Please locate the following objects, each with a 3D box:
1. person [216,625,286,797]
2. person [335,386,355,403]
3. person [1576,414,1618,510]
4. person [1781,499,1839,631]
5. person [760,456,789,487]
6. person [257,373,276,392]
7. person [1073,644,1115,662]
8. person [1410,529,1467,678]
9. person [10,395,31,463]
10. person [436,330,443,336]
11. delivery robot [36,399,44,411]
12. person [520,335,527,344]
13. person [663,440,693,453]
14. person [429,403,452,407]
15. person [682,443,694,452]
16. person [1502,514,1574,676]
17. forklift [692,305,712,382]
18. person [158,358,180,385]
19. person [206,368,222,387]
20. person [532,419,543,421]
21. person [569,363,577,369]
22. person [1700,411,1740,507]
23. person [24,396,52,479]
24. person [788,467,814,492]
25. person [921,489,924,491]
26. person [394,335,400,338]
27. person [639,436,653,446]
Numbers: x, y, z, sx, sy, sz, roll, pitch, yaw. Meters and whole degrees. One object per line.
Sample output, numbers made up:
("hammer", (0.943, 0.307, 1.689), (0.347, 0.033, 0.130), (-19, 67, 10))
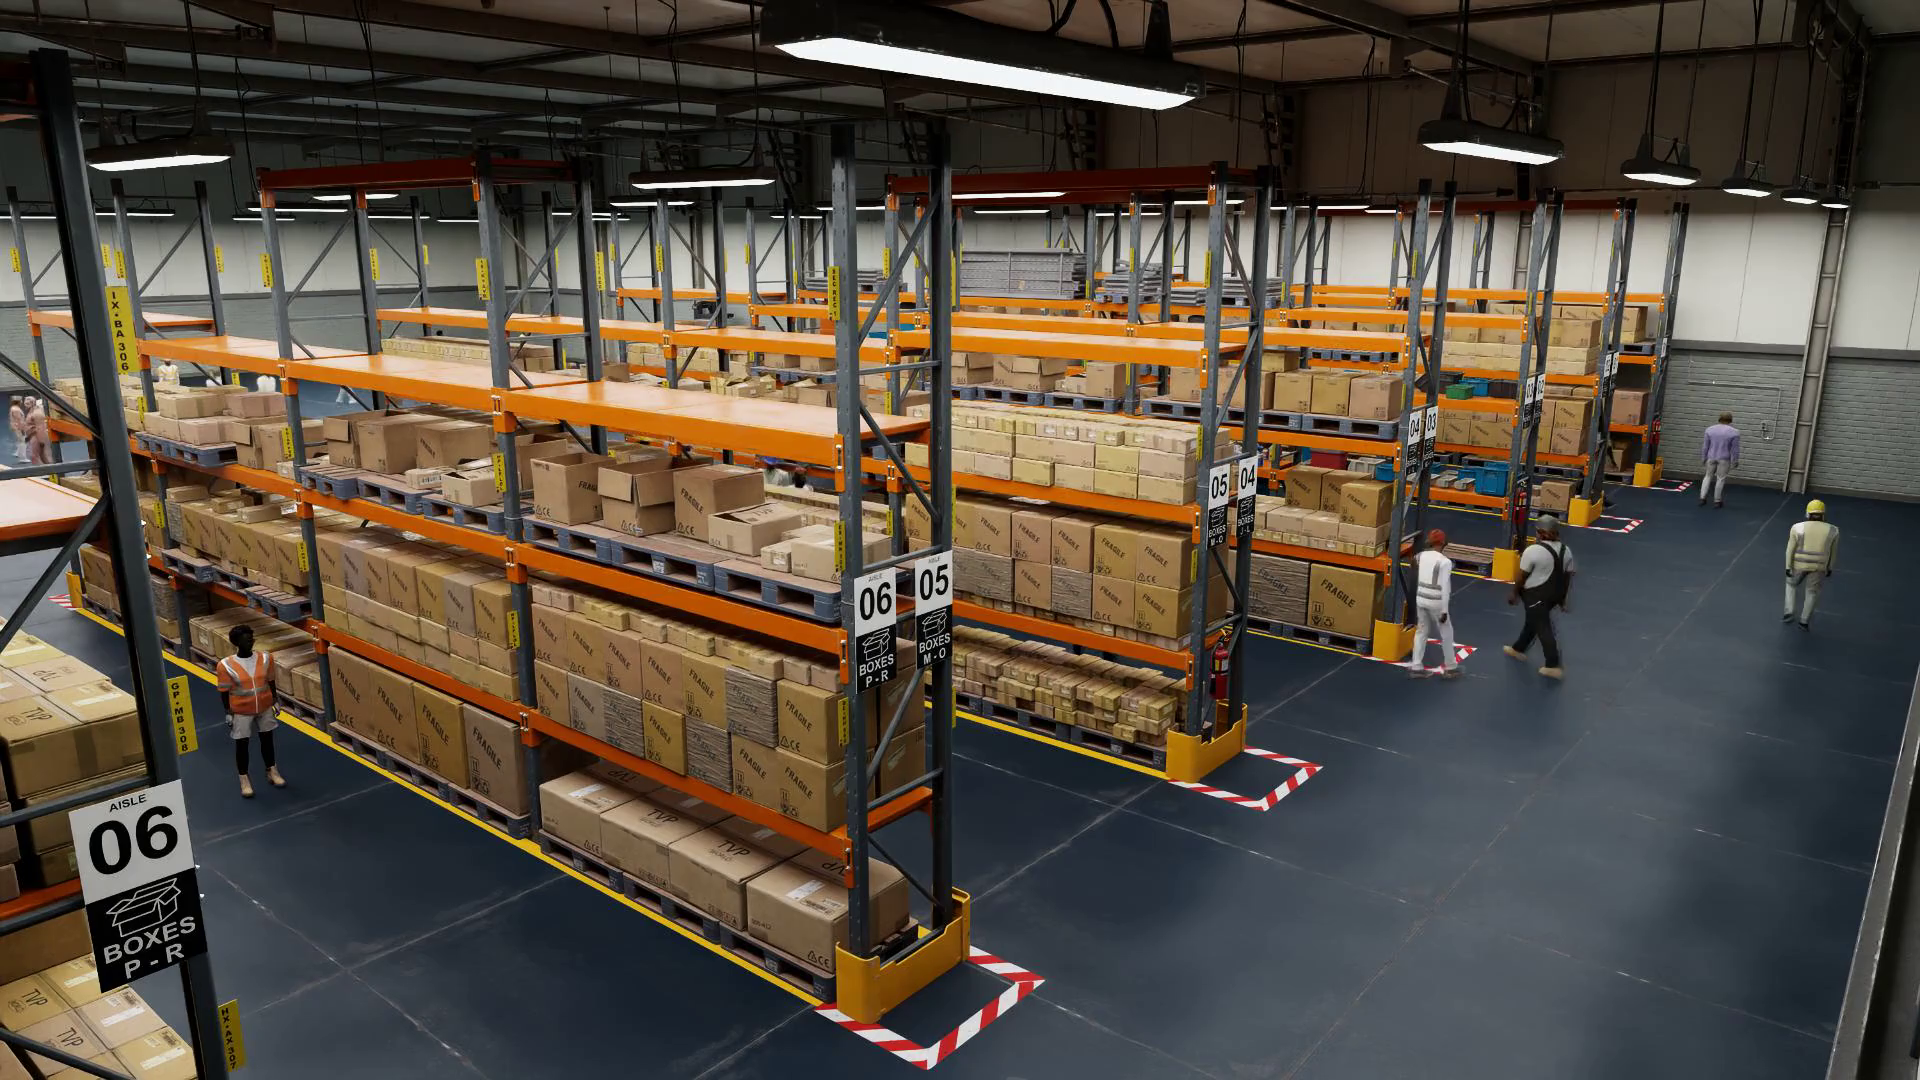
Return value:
("person", (-6.931, 1.645, 12.320), (0.318, 1.700, 0.535), (11, 18, 39))
("person", (-20.055, -5.301, 40.905), (0.894, 1.700, 0.502), (5, 14, 18))
("person", (12.764, -1.569, 25.103), (0.628, 1.891, 1.034), (-10, 17, -34))
("person", (11.778, 0.339, 17.466), (0.600, 1.814, 0.477), (6, 15, 24))
("person", (-3.125, -0.555, 20.977), (0.636, 1.911, 0.689), (1, 14, 3))
("person", (-18.923, -3.838, 34.374), (1.020, 1.951, 0.616), (4, 14, 18))
("person", (1.586, 0.739, 15.585), (0.549, 1.924, 0.631), (-13, 19, -42))
("person", (5.922, 0.779, 15.592), (0.802, 1.841, 0.598), (-6, 15, -23))
("person", (-22.511, -2.662, 30.181), (0.376, 1.623, 0.535), (-11, 17, -38))
("person", (-20.404, -7.390, 49.493), (0.318, 1.697, 0.533), (-6, 15, -24))
("delivery robot", (-27.878, -4.122, 38.323), (0.707, 0.478, 0.477), (2, 14, 9))
("person", (-16.058, -6.674, 46.395), (0.296, 1.772, 0.533), (9, 17, 34))
("person", (-5.407, -1.307, 23.849), (1.028, 1.987, 0.637), (11, 17, 37))
("person", (-12.913, -3.061, 31.382), (0.564, 1.841, 0.394), (-7, 15, -26))
("person", (-4.672, -0.815, 21.776), (0.646, 2.013, 0.854), (-10, 17, -36))
("person", (7.298, 0.651, 15.787), (0.682, 2.000, 1.067), (-6, 15, -25))
("forklift", (-9.511, -7.392, 47.124), (1.873, 2.768, 1.129), (11, 17, 38))
("person", (-23.394, -4.552, 37.361), (0.731, 1.909, 0.561), (12, 18, 40))
("person", (-19.996, -3.707, 33.977), (0.639, 1.889, 1.020), (2, 14, 9))
("person", (-10.065, -2.731, 30.485), (0.745, 1.606, 0.546), (-4, 14, -15))
("person", (-11.744, -4.574, 38.129), (0.896, 1.591, 0.518), (2, 14, 7))
("person", (15.265, -1.621, 25.281), (0.434, 1.936, 0.643), (-11, 17, -37))
("person", (-20.577, -2.264, 28.030), (0.573, 1.881, 0.756), (-11, 18, -38))
("person", (-2.459, -0.218, 19.626), (0.578, 1.862, 0.600), (12, 18, 41))
("person", (-0.587, 0.003, 19.298), (0.526, 1.580, 0.866), (-9, 16, -33))
("person", (-19.836, -6.299, 44.590), (0.679, 1.890, 0.467), (-3, 14, -12))
("person", (-5.740, -1.074, 23.143), (1.004, 1.868, 0.607), (12, 18, 41))
